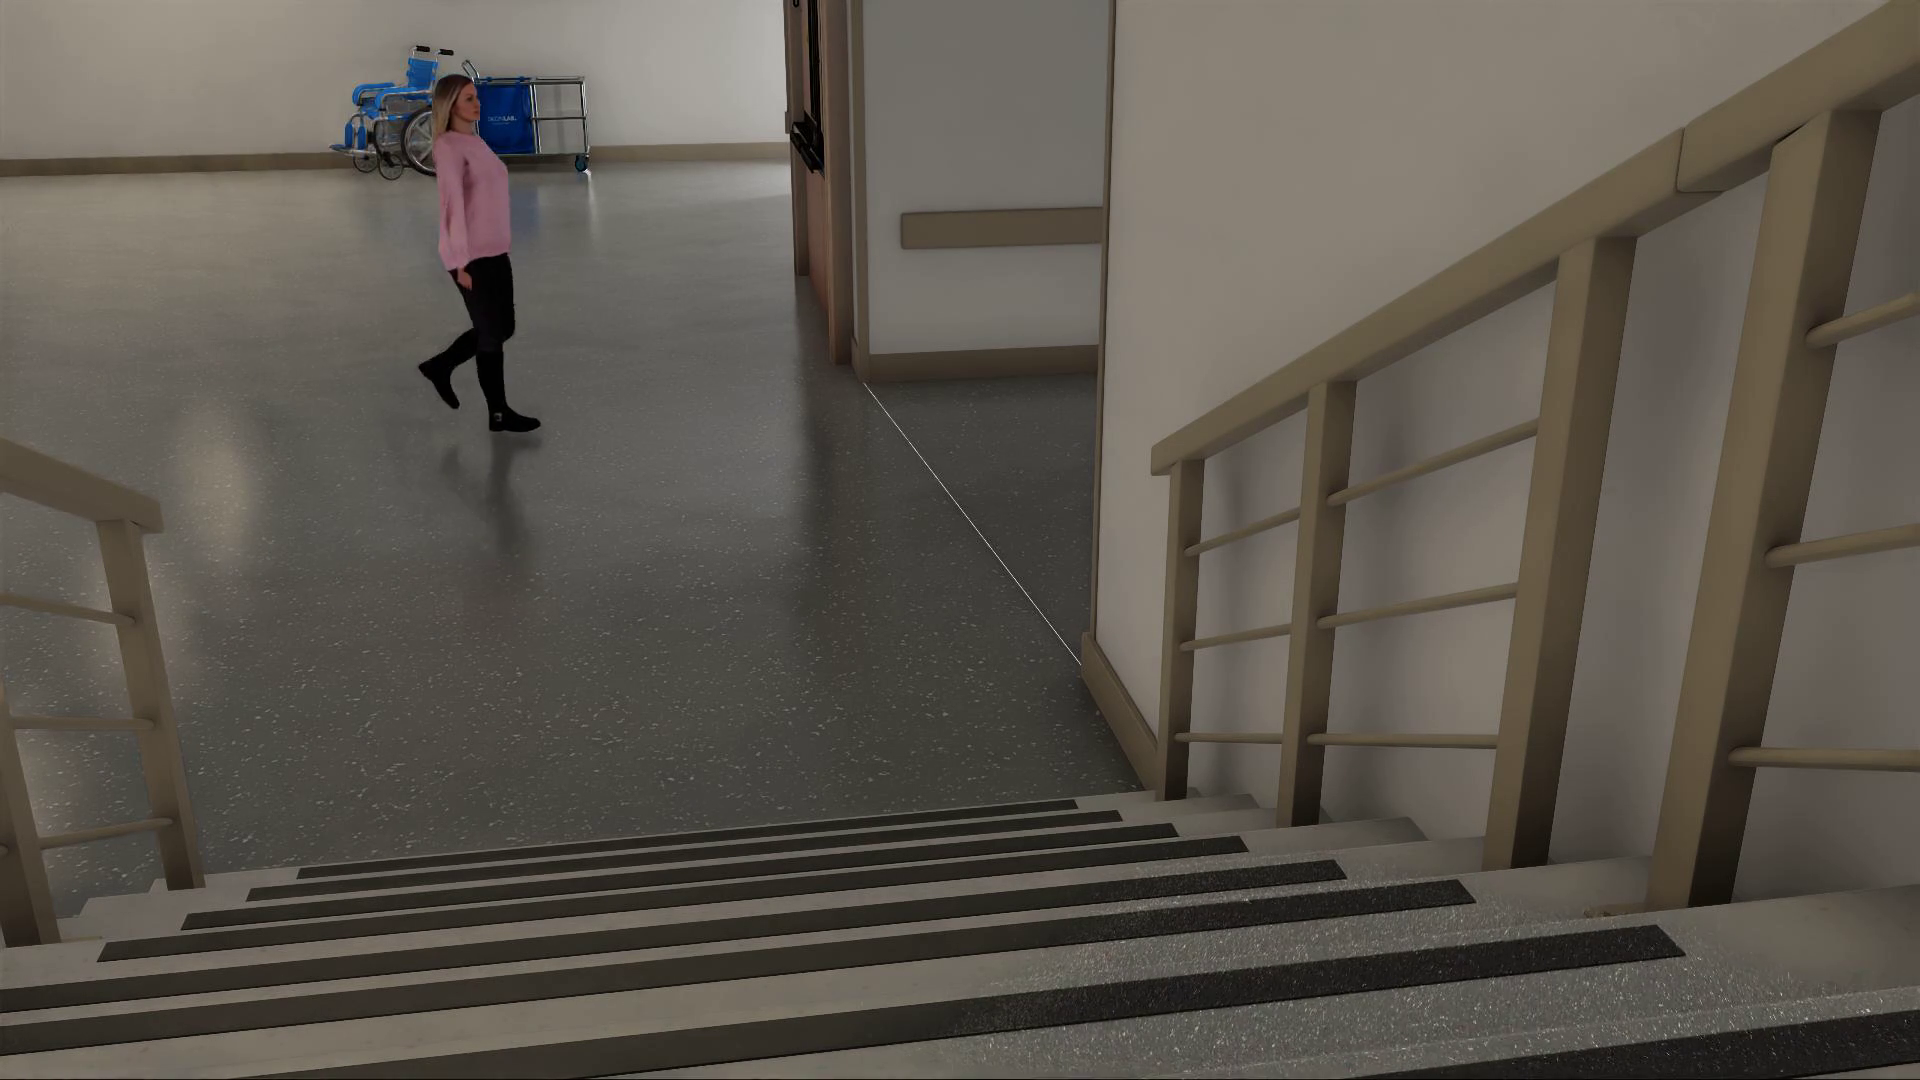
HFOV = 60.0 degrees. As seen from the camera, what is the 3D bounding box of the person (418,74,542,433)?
[{"bbox_3d":[-2.348,-1.324,7.841,0.854,1.673,0.904,4,21,11],"label":"person"}]
